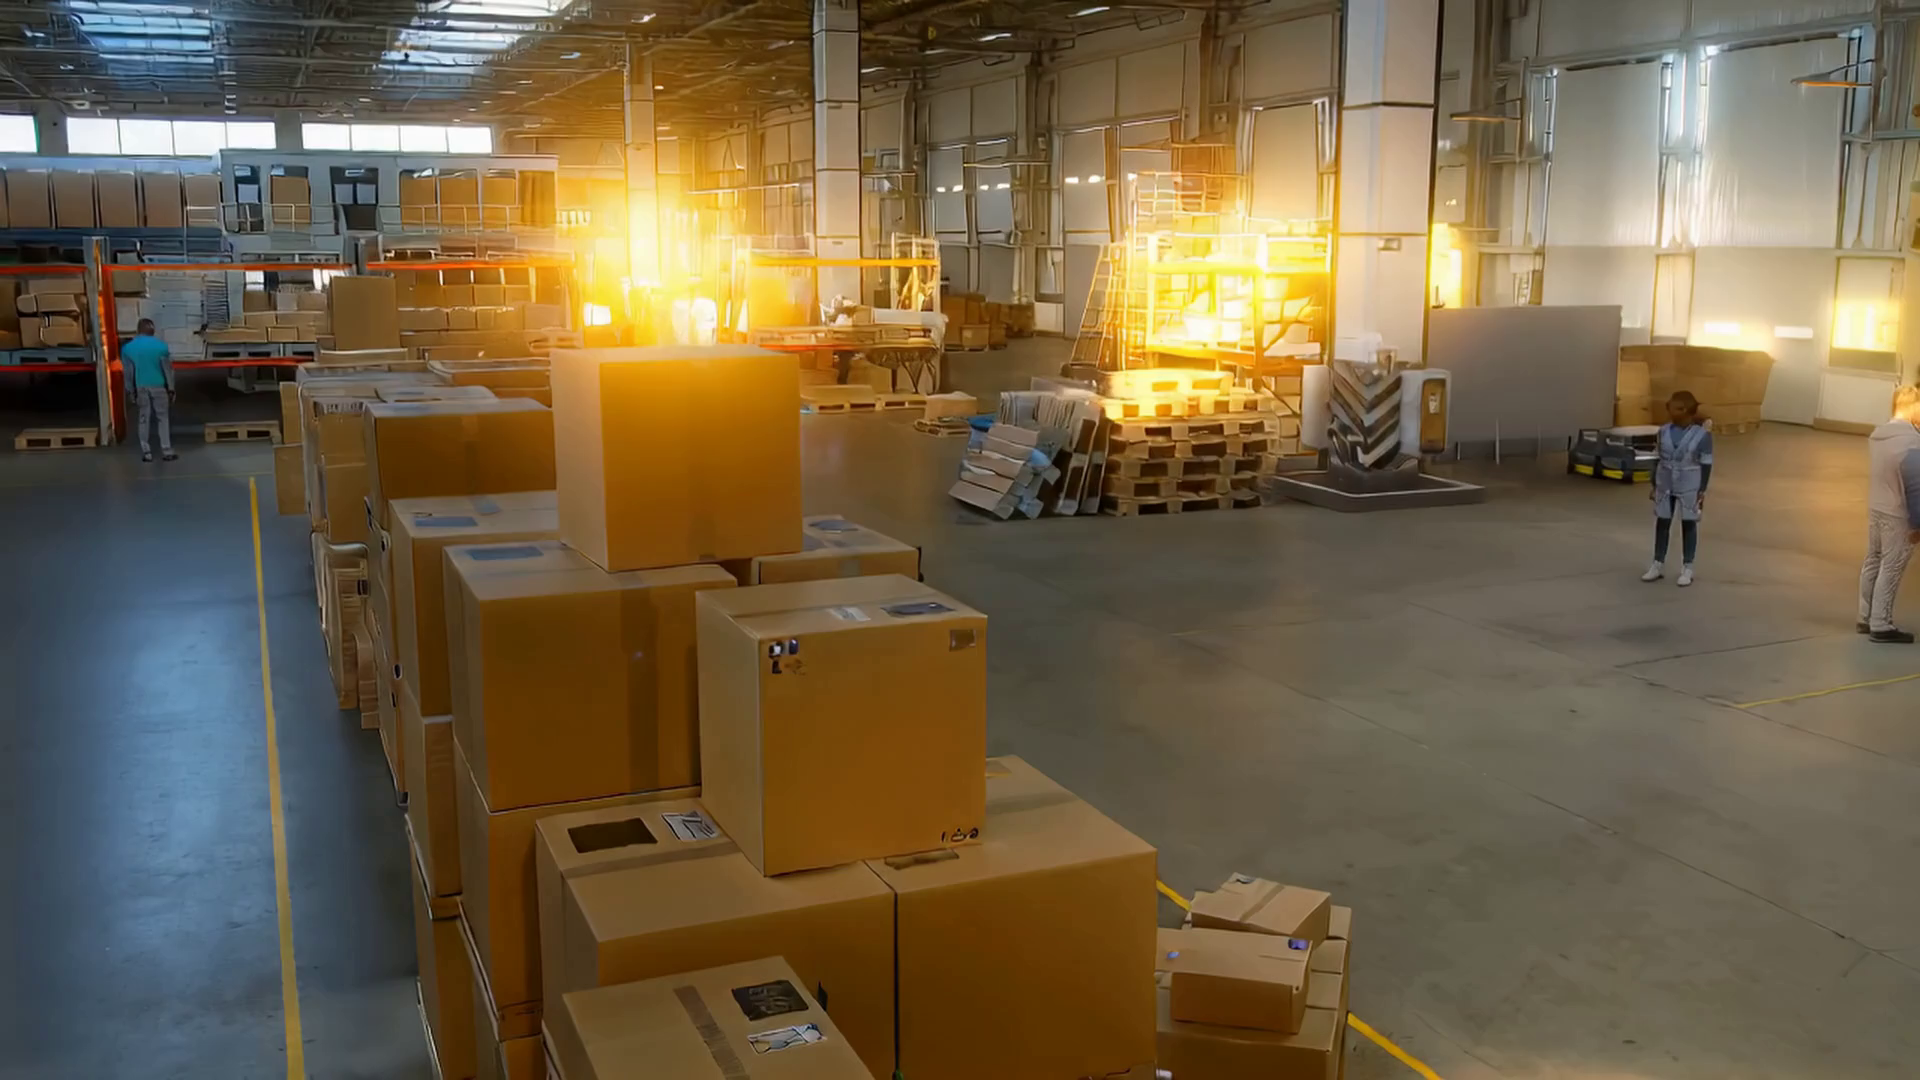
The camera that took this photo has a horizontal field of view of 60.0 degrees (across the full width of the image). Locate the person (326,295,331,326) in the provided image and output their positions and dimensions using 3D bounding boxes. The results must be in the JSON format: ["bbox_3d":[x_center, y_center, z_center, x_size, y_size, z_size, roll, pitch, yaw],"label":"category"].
[{"bbox_3d":[-16.511,-5.877,43.970,0.887,1.841,0.519,7,12,33],"label":"person"}]

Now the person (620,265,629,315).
[{"bbox_3d":[-12.959,-9.723,64.839,0.605,1.950,0.380,2,10,10],"label":"person"}]

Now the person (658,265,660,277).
[{"bbox_3d":[-13.426,-11.222,73.202,0.999,1.916,0.652,8,13,36],"label":"person"}]

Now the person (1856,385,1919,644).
[{"bbox_3d":[6.952,-0.186,12.358,0.387,1.929,0.634,0,10,2],"label":"person"}]

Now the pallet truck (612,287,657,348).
[{"bbox_3d":[-6.464,-4.406,35.401,0.823,1.965,1.885,6,12,32],"label":"pallet truck"}]

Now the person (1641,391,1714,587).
[{"bbox_3d":[6.229,-0.448,14.416,0.321,1.696,0.537,-9,14,-41],"label":"person"}]

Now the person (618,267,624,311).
[{"bbox_3d":[-13.742,-10.294,68.321,0.571,1.843,0.991,-7,12,-34],"label":"person"}]

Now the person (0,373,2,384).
[{"bbox_3d":[-14.940,-2.543,25.480,0.450,1.870,0.588,0,10,1],"label":"person"}]

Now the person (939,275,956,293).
[{"bbox_3d":[-0.415,-7.286,51.658,0.594,1.870,1.006,3,11,15],"label":"person"}]

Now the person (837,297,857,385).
[{"bbox_3d":[-2.092,-3.532,30.819,0.388,1.919,0.587,-2,11,-13],"label":"person"}]

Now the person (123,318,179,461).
[{"bbox_3d":[-10.905,-2.024,22.437,0.630,1.940,0.372,-1,10,-4],"label":"person"}]

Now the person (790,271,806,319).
[{"bbox_3d":[-5.952,-9.162,62.142,0.900,1.803,0.655,3,11,16],"label":"person"}]

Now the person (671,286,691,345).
[{"bbox_3d":[-6.218,-4.709,37.248,0.376,1.936,0.627,4,11,19],"label":"person"}]

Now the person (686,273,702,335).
[{"bbox_3d":[-8.227,-7.382,52.040,0.548,1.905,0.807,6,12,29],"label":"person"}]

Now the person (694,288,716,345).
[{"bbox_3d":[-5.969,-4.953,38.853,0.429,1.839,0.634,10,14,44],"label":"person"}]
